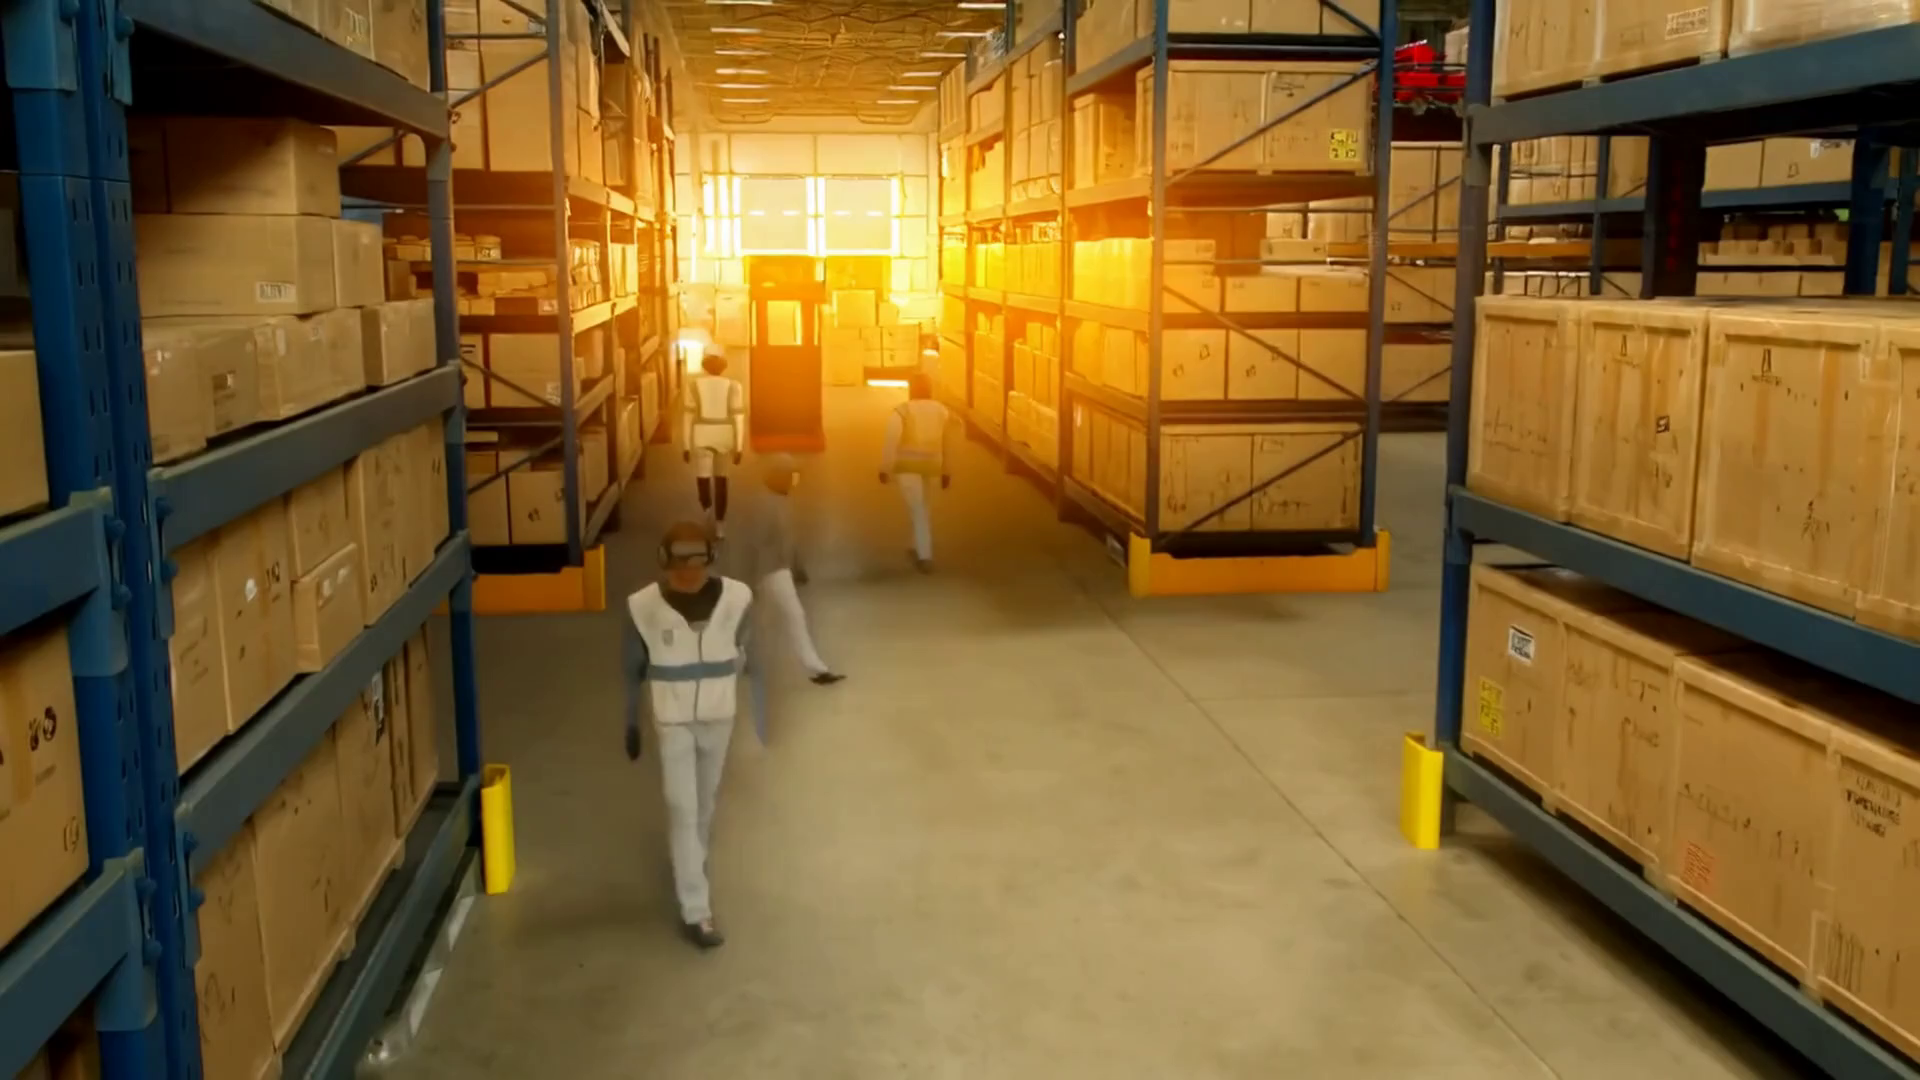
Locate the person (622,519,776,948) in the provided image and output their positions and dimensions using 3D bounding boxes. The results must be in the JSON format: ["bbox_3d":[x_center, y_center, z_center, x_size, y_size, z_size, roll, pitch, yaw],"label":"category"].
[{"bbox_3d":[-1.141,0.787,7.160,0.576,1.789,0.969,-5,11,-27],"label":"person"}]

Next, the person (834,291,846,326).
[{"bbox_3d":[-3.158,-5.870,45.576,0.583,1.910,0.390,-4,10,-22],"label":"person"}]

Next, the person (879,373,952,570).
[{"bbox_3d":[-0.437,-0.657,15.546,0.624,1.791,0.954,-6,11,-31],"label":"person"}]

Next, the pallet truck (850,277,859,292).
[{"bbox_3d":[-3.782,-9.391,65.808,1.885,1.965,0.823,2,10,10],"label":"pallet truck"}]

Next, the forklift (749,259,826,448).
[{"bbox_3d":[-2.665,-2.879,25.327,1.129,2.768,1.873,-1,10,-7],"label":"forklift"}]

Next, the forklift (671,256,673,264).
[{"bbox_3d":[-11.202,-9.362,63.071,1.129,2.768,1.873,-1,10,-7],"label":"forklift"}]

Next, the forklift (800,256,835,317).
[{"bbox_3d":[-5.102,-8.570,58.460,1.129,2.768,1.873,-6,12,-33],"label":"forklift"}]

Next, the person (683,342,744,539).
[{"bbox_3d":[-2.478,-0.977,16.752,0.618,2.020,0.736,-2,10,-10],"label":"person"}]

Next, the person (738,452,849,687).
[{"bbox_3d":[-1.183,0.194,11.182,0.880,1.584,0.514,3,10,15],"label":"person"}]
